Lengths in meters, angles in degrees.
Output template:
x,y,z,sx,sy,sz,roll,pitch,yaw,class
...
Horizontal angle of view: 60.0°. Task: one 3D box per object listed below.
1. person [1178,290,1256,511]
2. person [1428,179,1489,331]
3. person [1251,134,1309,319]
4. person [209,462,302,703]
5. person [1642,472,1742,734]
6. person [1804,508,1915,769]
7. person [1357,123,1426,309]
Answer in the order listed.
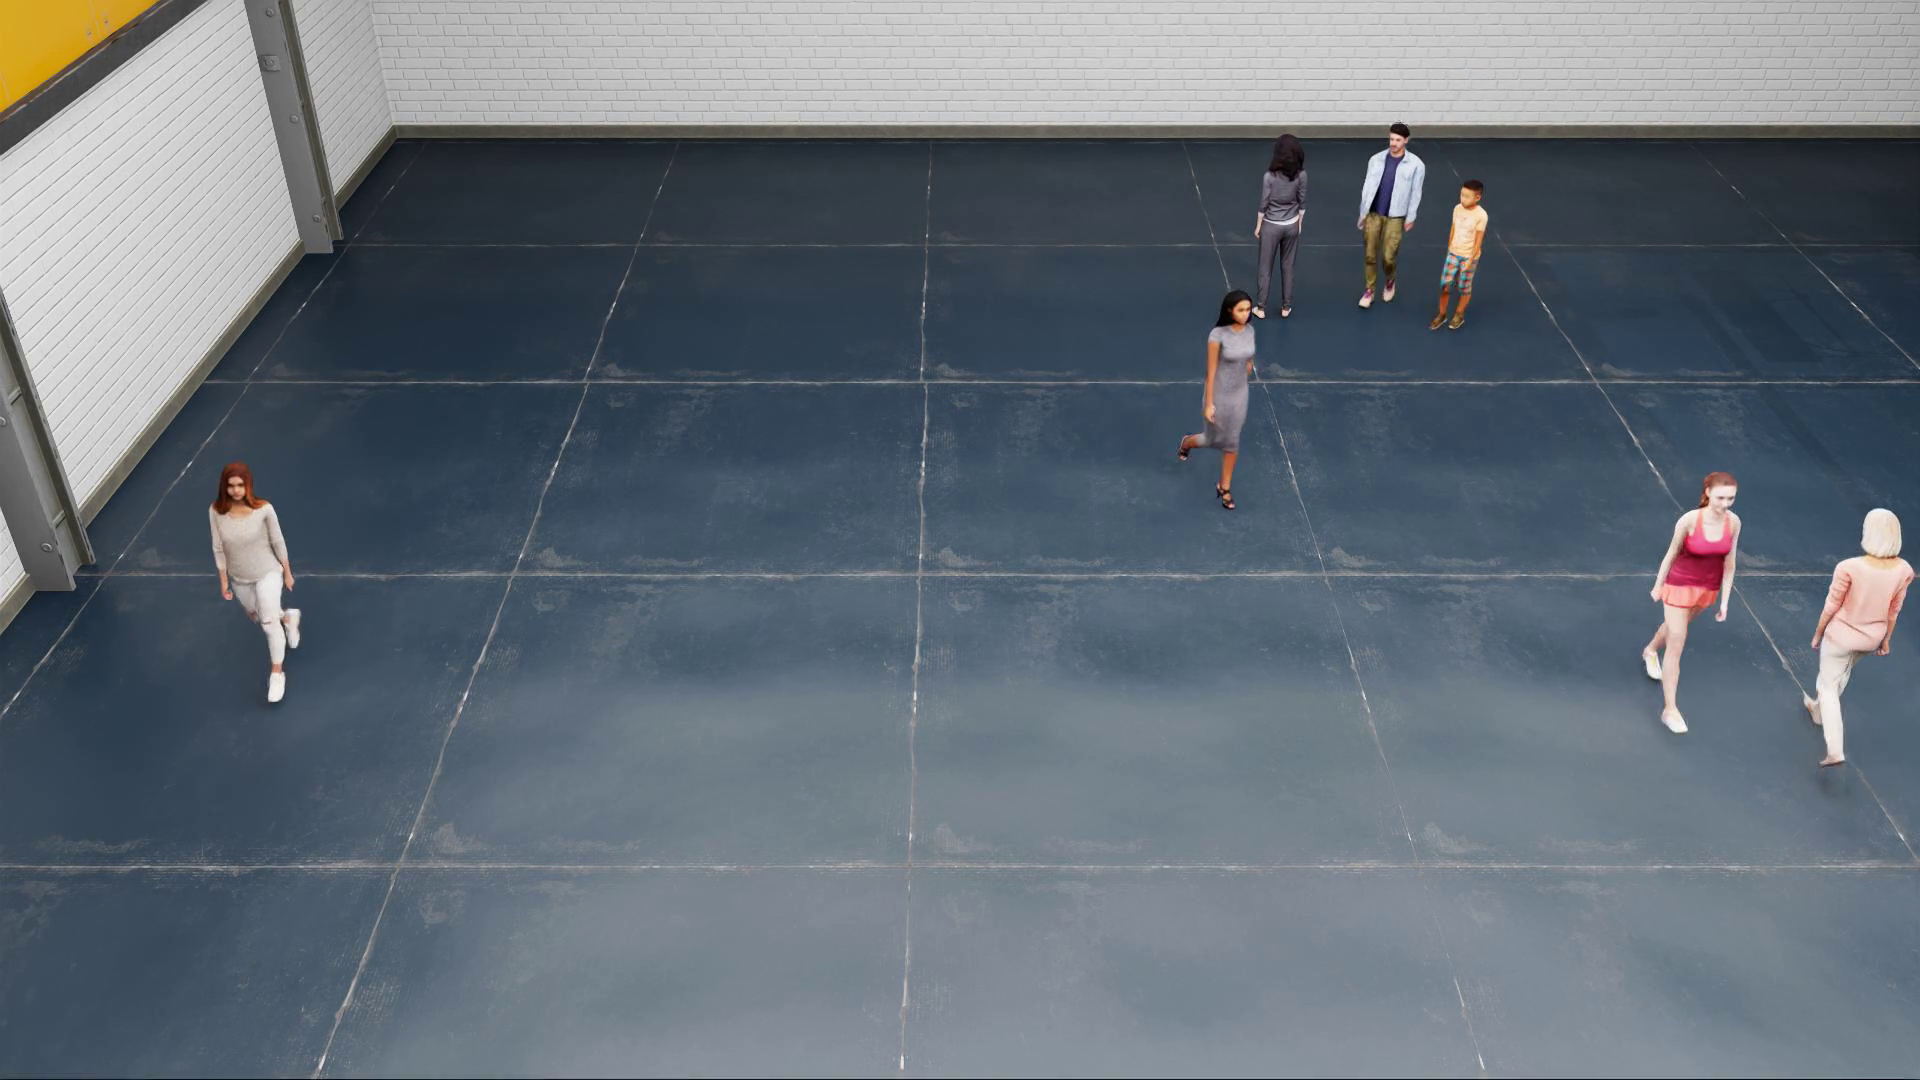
x,y,z,sx,sy,sz,roll,pitch,yaw,class
1.970,-1.103,12.723,0.848,1.762,1.033,-15,37,-22,person
4.679,-2.638,15.319,0.676,1.445,0.740,27,42,34,person
2.966,-2.893,15.417,0.604,1.761,0.524,-2,34,-3,person
-4.583,0.181,10.866,0.593,1.680,0.984,-1,34,-2,person
4.680,0.285,10.689,0.554,1.702,1.132,-1,34,-2,person
5.480,0.638,10.169,0.662,1.690,1.086,3,34,4,person
4.028,-3.063,15.639,0.835,1.798,0.876,19,38,26,person
